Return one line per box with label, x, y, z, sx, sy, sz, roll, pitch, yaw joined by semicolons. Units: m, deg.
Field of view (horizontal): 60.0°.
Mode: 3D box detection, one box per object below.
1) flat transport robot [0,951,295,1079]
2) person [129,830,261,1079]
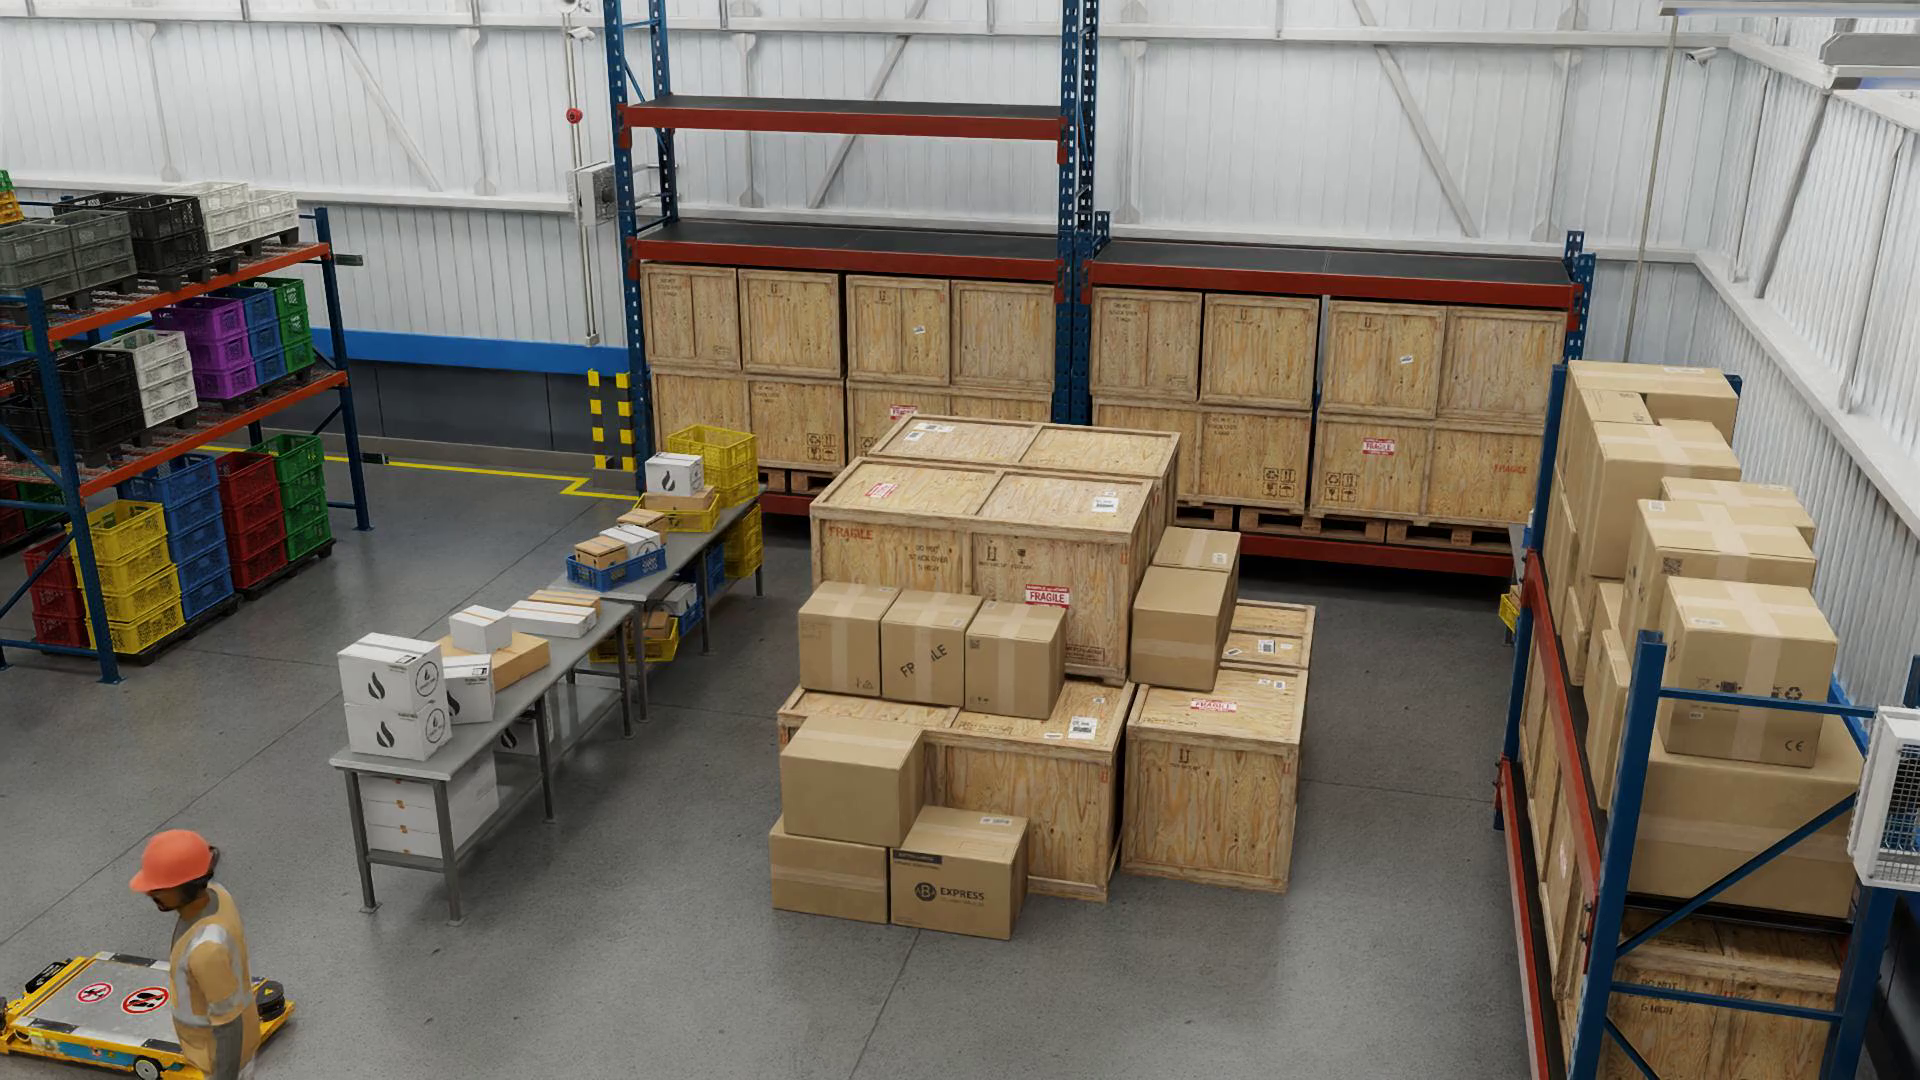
flat transport robot;-4.270;2.464;8.601;1.431;0.231;0.659;5;22;13
person;-3.149;2.123;7.013;0.378;2.040;0.615;-10;23;-24
